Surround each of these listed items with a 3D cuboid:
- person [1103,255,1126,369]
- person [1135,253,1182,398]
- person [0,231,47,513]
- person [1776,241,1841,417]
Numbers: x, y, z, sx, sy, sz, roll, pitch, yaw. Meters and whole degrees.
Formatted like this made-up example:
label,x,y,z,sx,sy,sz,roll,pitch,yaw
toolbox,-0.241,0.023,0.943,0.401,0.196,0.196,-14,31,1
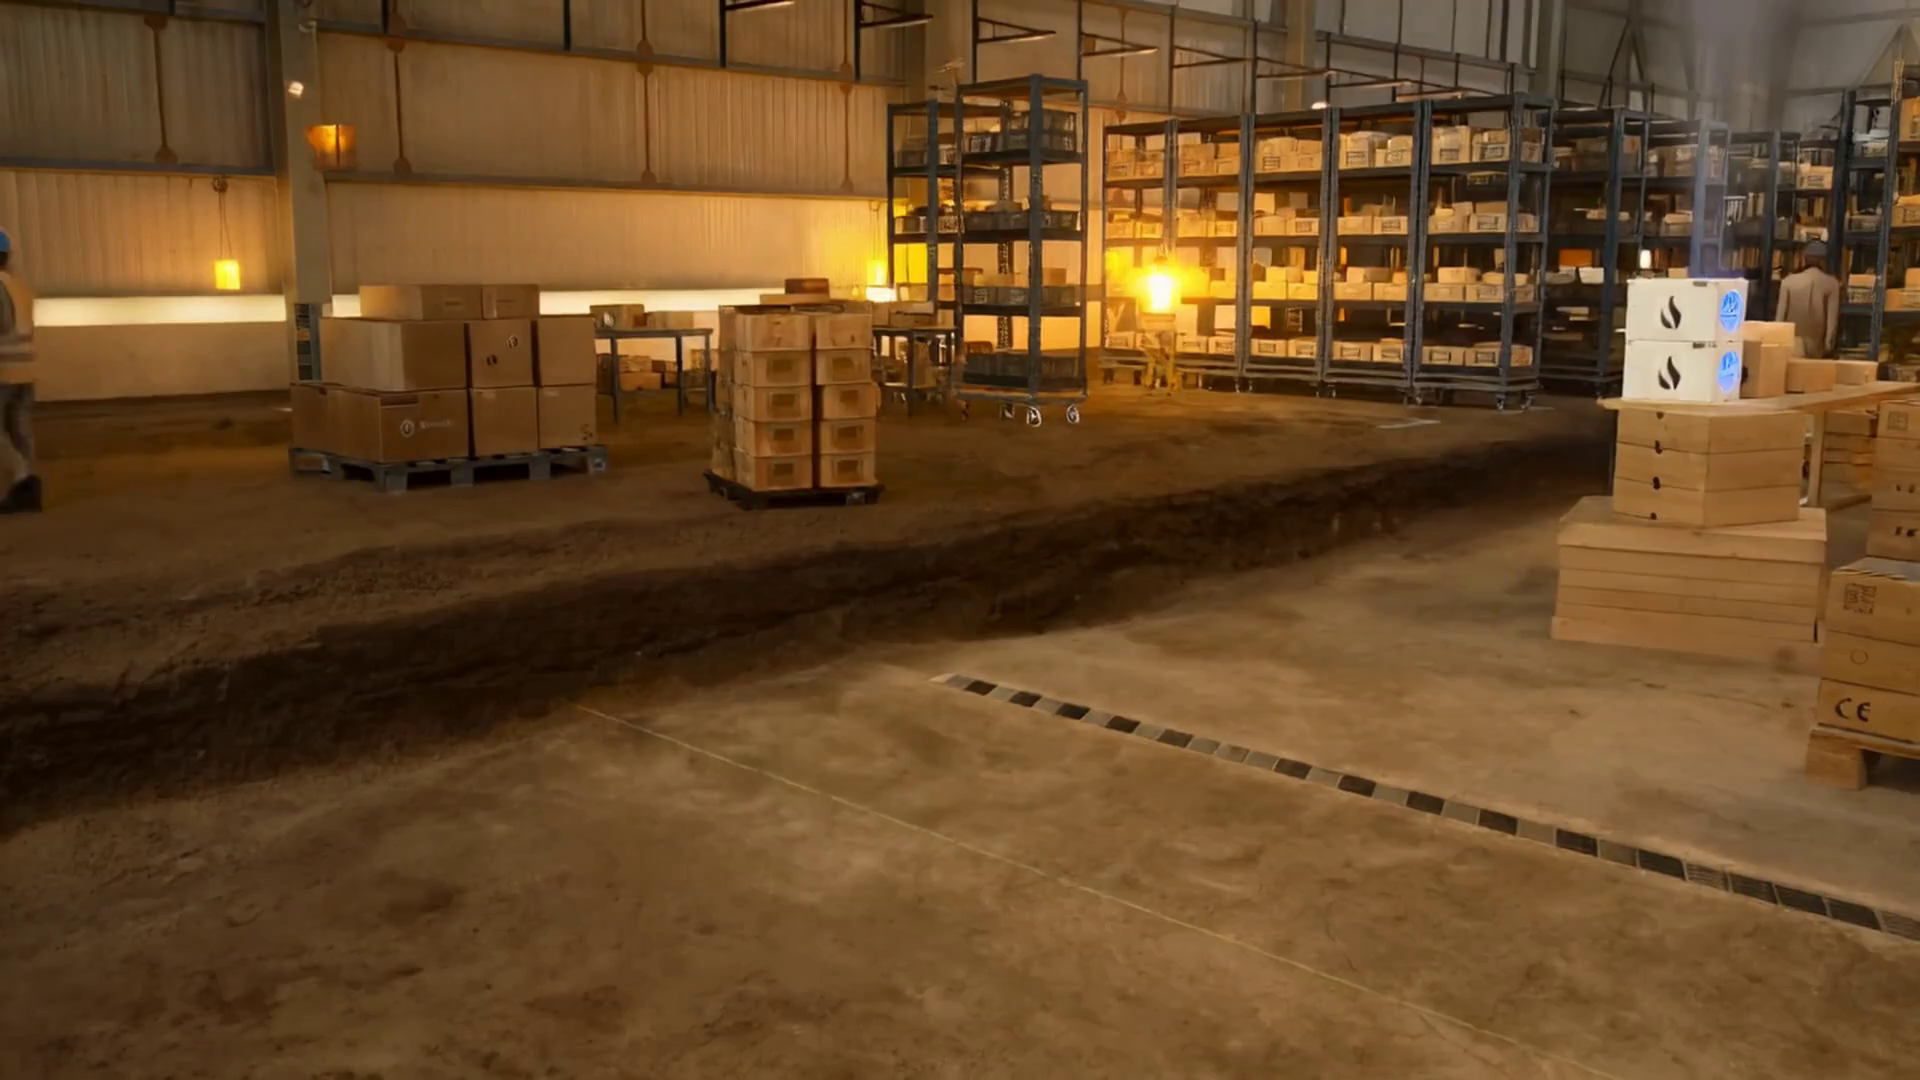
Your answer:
label,x,y,z,sx,sy,sz,roll,pitch,yaw
person,2.462,-3.655,26.717,0.388,1.838,0.564,0,9,-1
person,2.494,-2.688,20.955,0.586,1.822,0.404,-1,9,-4
person,-6.449,-1.128,11.214,0.440,1.933,0.645,-1,9,-5
person,9.228,-2.279,18.136,0.602,1.949,1.016,4,10,23
